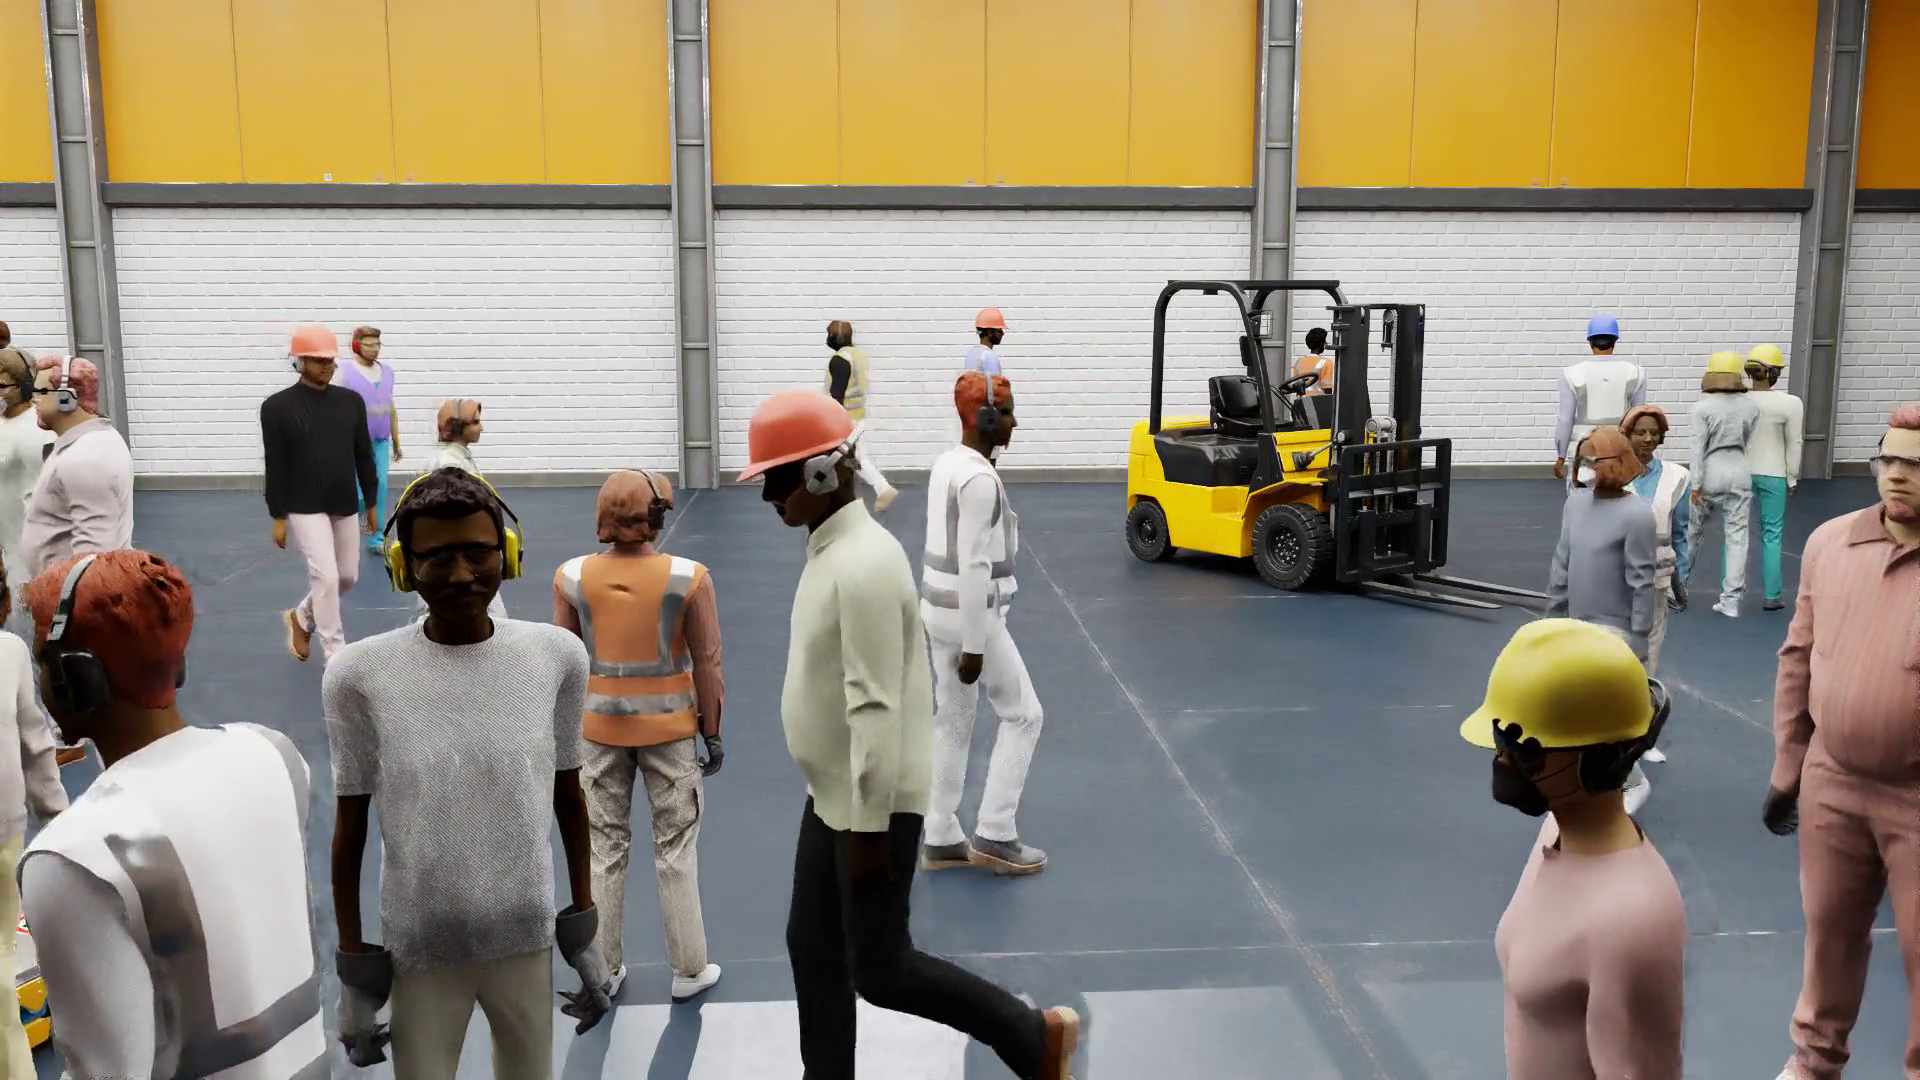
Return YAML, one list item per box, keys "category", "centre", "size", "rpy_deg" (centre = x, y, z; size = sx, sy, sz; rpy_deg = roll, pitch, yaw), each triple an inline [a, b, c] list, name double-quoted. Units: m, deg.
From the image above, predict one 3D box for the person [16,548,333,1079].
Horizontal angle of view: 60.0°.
- category: "person"
  centre: [-1.146, 0.915, 2.477]
  size: [0.983, 1.829, 0.570]
  rpy_deg: [2, 9, 14]

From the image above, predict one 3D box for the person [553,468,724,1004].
- category: "person"
  centre: [-0.972, 0.600, 5.056]
  size: [0.523, 1.636, 0.310]
  rpy_deg: [1, 9, 5]

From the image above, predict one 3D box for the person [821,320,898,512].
- category: "person"
  centre: [-1.025, -1.155, 15.554]
  size: [0.902, 1.813, 0.622]
  rpy_deg: [1, 9, 7]

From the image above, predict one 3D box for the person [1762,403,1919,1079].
- category: "person"
  centre: [2.328, 0.609, 4.154]
  size: [0.401, 1.907, 0.649]
  rpy_deg: [-6, 11, -31]

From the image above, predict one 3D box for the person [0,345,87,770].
- category: "person"
  centre: [-4.101, 0.099, 7.374]
  size: [0.341, 1.915, 0.711]
  rpy_deg: [-7, 11, -38]

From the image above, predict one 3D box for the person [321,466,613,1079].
- category: "person"
  centre: [-0.920, 0.786, 3.156]
  size: [0.520, 1.871, 0.326]
  rpy_deg: [-5, 10, -29]

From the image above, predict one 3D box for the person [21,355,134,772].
- category: "person"
  centre: [-3.419, 0.236, 6.496]
  size: [0.404, 1.911, 0.636]
  rpy_deg: [-4, 10, -22]

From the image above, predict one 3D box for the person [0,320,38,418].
- category: "person"
  centre: [-8.167, -0.962, 14.225]
  size: [0.429, 1.844, 0.624]
  rpy_deg: [7, 12, 38]

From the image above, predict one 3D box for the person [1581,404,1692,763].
- category: "person"
  centre: [3.045, 0.200, 7.554]
  size: [0.512, 1.641, 0.309]
  rpy_deg: [0, 9, -1]

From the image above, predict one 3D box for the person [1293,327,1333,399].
- category: "person"
  centre: [3.572, -1.301, 16.825]
  size: [0.320, 1.694, 0.531]
  rpy_deg: [-5, 10, -28]

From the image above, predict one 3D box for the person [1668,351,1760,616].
- category: "person"
  centre: [5.001, -0.390, 11.037]
  size: [0.480, 1.705, 0.819]
  rpy_deg: [0, 9, 0]

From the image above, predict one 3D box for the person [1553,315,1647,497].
- category: "person"
  centre: [4.478, -0.603, 11.666]
  size: [0.604, 1.937, 0.402]
  rpy_deg: [1, 9, 9]

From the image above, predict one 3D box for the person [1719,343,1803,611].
- category: "person"
  centre: [5.275, -0.414, 11.026]
  size: [0.526, 1.765, 0.329]
  rpy_deg: [6, 11, 32]

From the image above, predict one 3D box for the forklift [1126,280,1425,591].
- category: "forklift"
  centre: [2.301, -0.860, 12.475]
  size: [1.214, 2.155, 2.313]
  rpy_deg: [-6, 11, -35]

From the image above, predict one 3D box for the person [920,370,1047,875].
- category: "person"
  centre: [0.105, 0.309, 6.164]
  size: [0.599, 1.864, 0.573]
  rpy_deg: [-3, 10, -18]

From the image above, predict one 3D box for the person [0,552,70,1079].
- category: "person"
  centre: [-2.430, 0.765, 4.114]
  size: [0.701, 1.606, 0.519]
  rpy_deg: [2, 9, 11]

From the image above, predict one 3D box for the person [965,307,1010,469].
- category: "person"
  centre: [0.245, -1.035, 14.383]
  size: [0.371, 1.935, 0.551]
  rpy_deg: [-4, 10, -21]

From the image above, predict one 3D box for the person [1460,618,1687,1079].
- category: "person"
  centre: [1.031, 0.964, 2.468]
  size: [0.776, 1.739, 0.538]
  rpy_deg: [1, 9, 8]

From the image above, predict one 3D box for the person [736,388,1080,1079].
- category: "person"
  centre: [-0.144, 0.607, 4.031]
  size: [0.813, 1.948, 0.669]
  rpy_deg: [-3, 9, -16]

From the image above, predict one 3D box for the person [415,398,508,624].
- category: "person"
  centre: [-2.581, 0.074, 8.473]
  size: [0.843, 1.599, 0.530]
  rpy_deg: [-1, 9, -7]

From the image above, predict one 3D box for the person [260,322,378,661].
- category: "person"
  centre: [-3.514, -0.204, 9.084]
  size: [0.849, 1.969, 0.621]
  rpy_deg: [7, 11, 37]

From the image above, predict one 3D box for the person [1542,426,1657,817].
- category: "person"
  centre: [2.529, 0.354, 6.646]
  size: [0.337, 1.622, 0.508]
  rpy_deg: [-2, 9, -12]

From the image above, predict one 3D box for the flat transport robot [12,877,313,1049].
- category: "flat transport robot"
  centre: [-2.788, 1.253, 5.232]
  size: [0.652, 0.197, 1.431]
  rpy_deg: [3, 9, 17]

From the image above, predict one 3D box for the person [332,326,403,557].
- category: "person"
  centre: [-4.643, -0.764, 13.037]
  size: [0.430, 1.828, 0.565]
  rpy_deg: [4, 10, 26]
